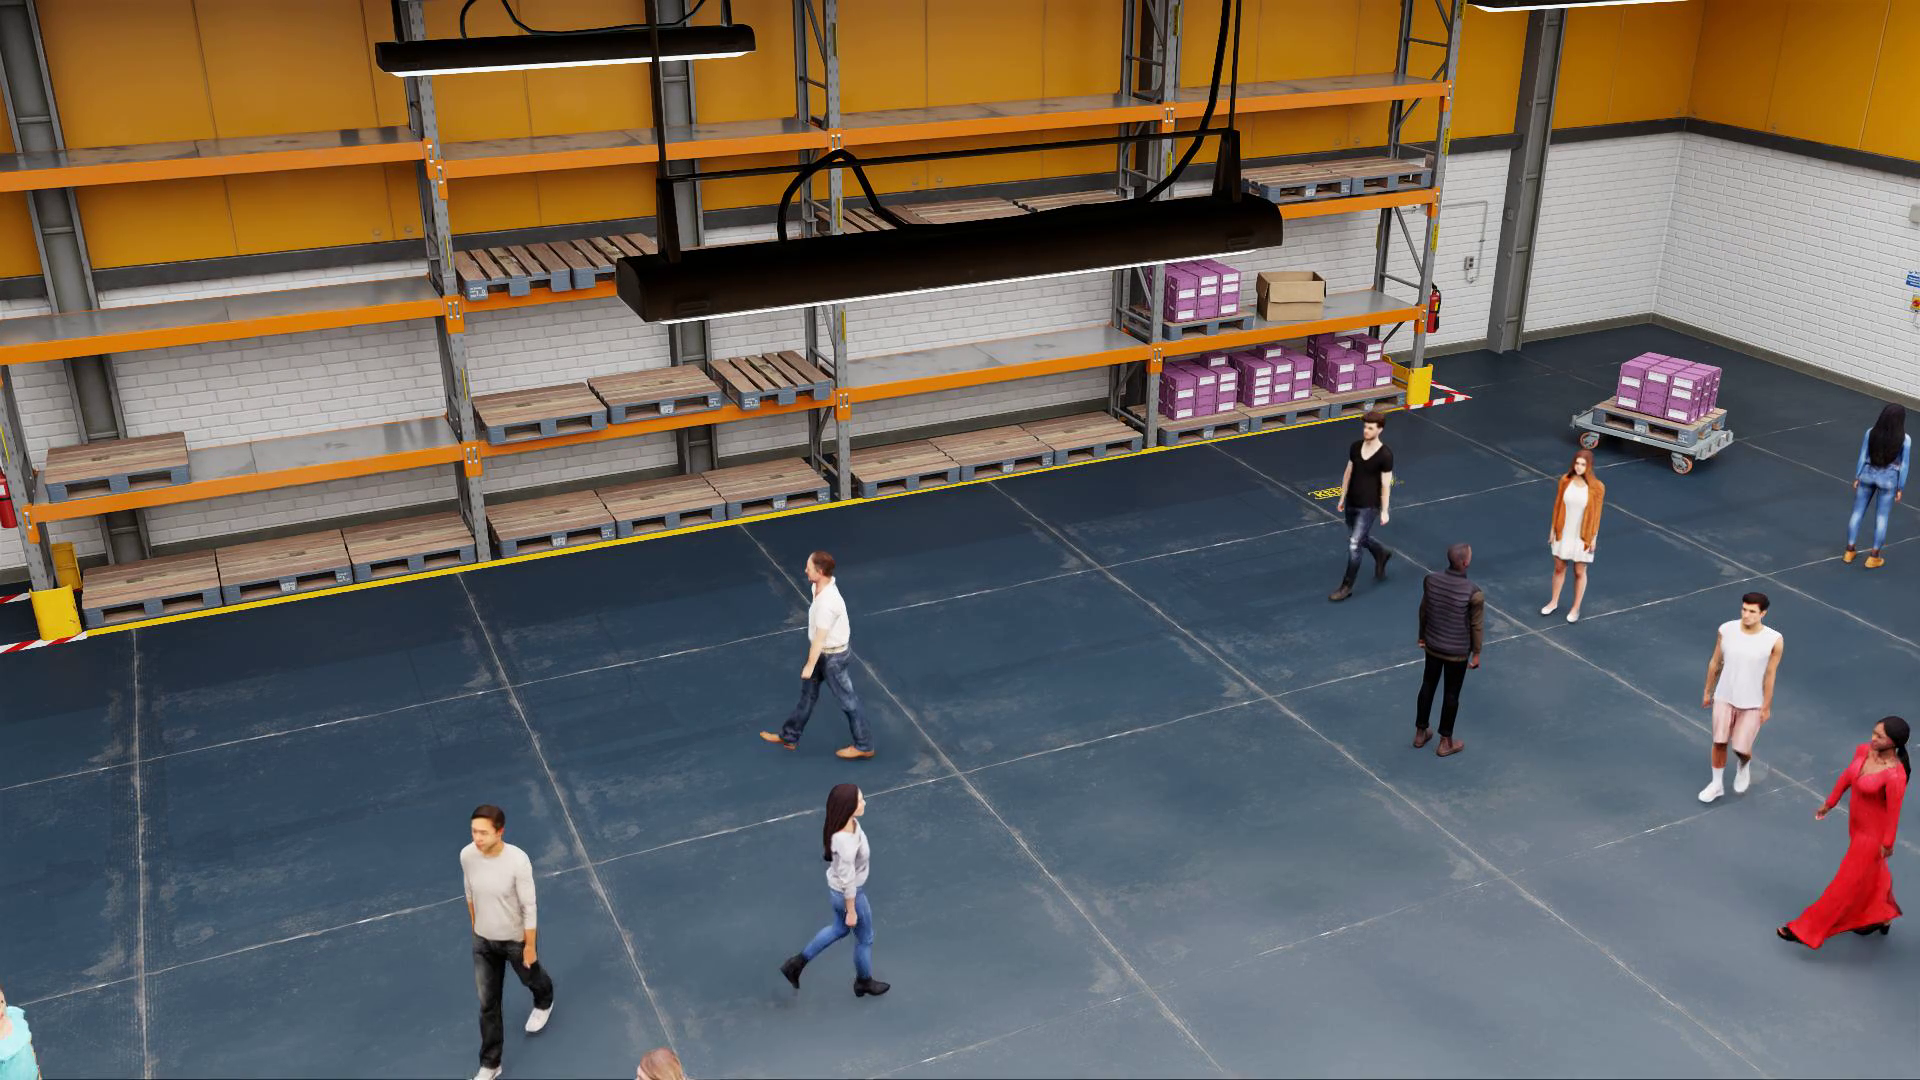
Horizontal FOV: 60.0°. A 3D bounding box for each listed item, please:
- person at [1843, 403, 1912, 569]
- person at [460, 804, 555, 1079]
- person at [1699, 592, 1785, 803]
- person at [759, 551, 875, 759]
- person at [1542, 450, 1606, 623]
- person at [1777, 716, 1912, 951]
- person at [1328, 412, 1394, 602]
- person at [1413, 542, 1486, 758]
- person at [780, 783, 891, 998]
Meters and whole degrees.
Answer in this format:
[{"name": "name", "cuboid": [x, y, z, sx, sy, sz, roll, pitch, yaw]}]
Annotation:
[{"name": "person", "cuboid": [9.293, -0.564, 16.840, 0.678, 1.712, 0.649, 21, 31, 40]}, {"name": "person", "cuboid": [-2.711, 2.348, 10.110, 1.177, 1.767, 1.174, 6, 24, 13]}, {"name": "person", "cuboid": [6.019, 1.190, 12.751, 0.856, 1.773, 0.782, -21, 31, -40]}, {"name": "person", "cuboid": [-0.928, 0.954, 13.241, 1.238, 1.814, 0.905, -3, 24, -7]}, {"name": "person", "cuboid": [5.814, -0.066, 15.697, 0.693, 1.716, 0.718, 16, 28, 32]}, {"name": "person", "cuboid": [6.105, 1.959, 11.039, 1.243, 1.736, 0.957, 0, 24, 0]}, {"name": "person", "cuboid": [3.978, -0.359, 16.174, 1.203, 1.870, 0.793, -15, 28, -31]}, {"name": "person", "cuboid": [3.928, 0.862, 13.424, 0.695, 1.835, 0.769, -22, 32, -40]}, {"name": "person", "cuboid": [-0.795, 2.250, 10.532, 0.974, 1.609, 0.711, -6, 24, -13]}]
